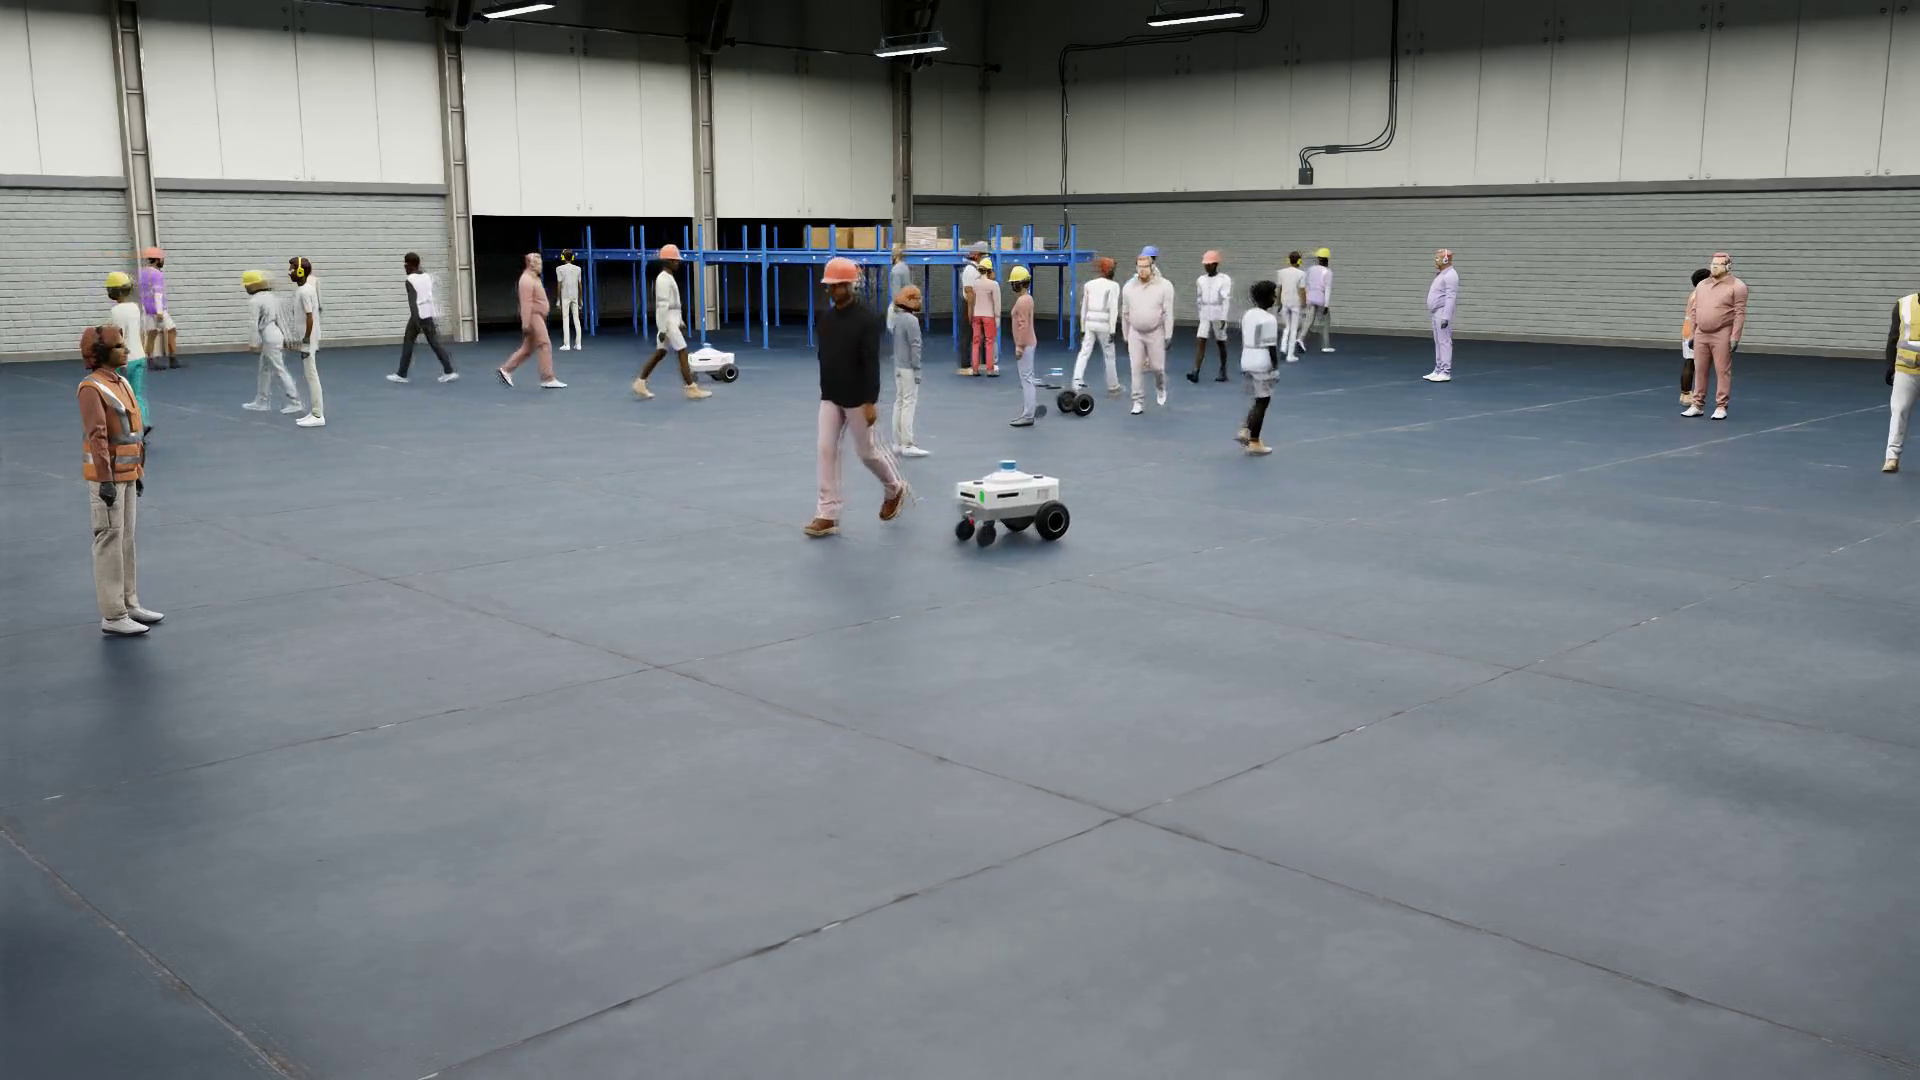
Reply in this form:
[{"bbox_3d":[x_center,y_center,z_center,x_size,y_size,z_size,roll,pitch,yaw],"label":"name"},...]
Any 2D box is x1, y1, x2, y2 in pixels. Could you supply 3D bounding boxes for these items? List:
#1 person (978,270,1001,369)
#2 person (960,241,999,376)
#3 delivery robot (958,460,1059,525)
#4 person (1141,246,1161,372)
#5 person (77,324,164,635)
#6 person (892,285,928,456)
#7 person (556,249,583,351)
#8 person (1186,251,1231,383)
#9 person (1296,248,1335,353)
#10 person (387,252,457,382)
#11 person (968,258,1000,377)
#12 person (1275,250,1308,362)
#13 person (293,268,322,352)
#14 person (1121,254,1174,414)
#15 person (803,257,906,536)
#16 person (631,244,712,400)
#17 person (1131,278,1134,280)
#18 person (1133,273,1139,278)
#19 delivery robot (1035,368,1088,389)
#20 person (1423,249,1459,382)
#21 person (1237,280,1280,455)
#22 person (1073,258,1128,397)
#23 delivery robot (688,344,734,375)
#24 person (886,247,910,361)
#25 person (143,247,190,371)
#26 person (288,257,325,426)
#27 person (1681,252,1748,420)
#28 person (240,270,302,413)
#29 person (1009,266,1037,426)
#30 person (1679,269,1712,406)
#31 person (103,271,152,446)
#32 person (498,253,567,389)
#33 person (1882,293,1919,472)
[{"bbox_3d":[0.424,-3.468,26.052,0.507,1.631,0.265,10,14,44],"label":"person"},{"bbox_3d":[0.337,-3.504,25.250,0.694,2.000,0.733,4,11,22],"label":"person"},{"bbox_3d":[0.339,-0.316,11.666,0.707,0.478,0.477,-7,13,-33],"label":"delivery robot"},{"bbox_3d":[2.980,-3.626,26.159,0.431,1.933,0.629,3,11,14],"label":"person"},{"bbox_3d":[-4.520,-0.328,8.899,0.309,1.645,0.514,-2,11,-11],"label":"person"},{"bbox_3d":[-0.497,-1.641,16.088,0.268,1.630,0.507,-4,11,-23],"label":"person"},{"bbox_3d":[-7.233,-4.449,30.786,0.514,1.865,0.313,-8,13,-38],"label":"person"},{"bbox_3d":[3.622,-3.207,23.956,0.551,1.885,1.008,6,12,31],"label":"person"},{"bbox_3d":[6.440,-4.324,30.023,0.898,1.897,0.587,-9,14,-40],"label":"person"},{"bbox_3d":[-7.817,-3.229,24.128,1.015,1.870,0.607,3,11,15],"label":"person"},{"bbox_3d":[0.375,-3.342,25.010,0.533,1.765,0.331,6,12,29],"label":"person"},{"bbox_3d":[5.615,-3.944,28.066,0.560,1.844,0.401,9,13,39],"label":"person"},{"bbox_3d":[-11.866,-4.228,30.241,0.488,1.632,0.537,7,12,33],"label":"person"},{"bbox_3d":[2.245,-2.465,19.888,0.649,1.887,0.586,3,11,18],"label":"person"},{"bbox_3d":[-0.761,-1.043,11.936,0.616,1.967,0.923,8,13,37],"label":"person"},{"bbox_3d":[-3.783,-2.804,21.440,1.029,2.004,0.608,-2,11,-10],"label":"person"},{"bbox_3d":[3.326,-4.224,30.109,0.556,1.642,0.886,3,11,13],"label":"person"},{"bbox_3d":[3.743,-4.893,33.899,0.518,1.609,0.774,-1,10,-4],"label":"person"},{"bbox_3d":[1.162,-1.919,19.698,0.698,0.223,0.335,-4,11,-22],"label":"delivery robot"},{"bbox_3d":[7.003,-3.267,24.209,0.408,1.909,0.638,1,10,3],"label":"person"},{"bbox_3d":[2.920,-1.664,16.072,0.378,1.680,0.547,-3,11,-17],"label":"person"},{"bbox_3d":[1.802,-2.771,21.769,0.649,1.826,1.034,9,13,39],"label":"person"},{"bbox_3d":[-3.654,-2.607,24.159,0.707,0.478,0.477,-6,12,-30],"label":"delivery robot"},{"bbox_3d":[-1.012,-3.994,28.188,0.477,1.911,0.641,3,11,18],"label":"person"},{"bbox_3d":[-12.489,-3.622,26.113,0.579,1.912,0.751,10,14,43],"label":"person"},{"bbox_3d":[-7.311,-2.215,18.574,0.324,1.871,0.526,-4,11,-20],"label":"person"},{"bbox_3d":[8.738,-2.366,19.286,0.407,1.913,0.641,-7,13,-35],"label":"person"},{"bbox_3d":[-8.269,-2.358,19.814,0.846,1.694,0.506,0,10,0],"label":"person"},{"bbox_3d":[0.692,-2.158,18.552,0.329,1.765,0.526,2,11,10],"label":"person"},{"bbox_3d":[9.197,-2.532,20.782,0.321,1.692,0.529,3,11,17],"label":"person"},{"bbox_3d":[-8.376,-1.809,16.676,0.362,1.752,0.533,1,10,3],"label":"person"},{"bbox_3d":[-5.985,-3.047,23.103,0.875,1.874,0.639,-2,11,-12],"label":"person"},{"bbox_3d":[8.594,-1.513,14.834,0.619,1.841,0.430,6,12,28],"label":"person"}]
